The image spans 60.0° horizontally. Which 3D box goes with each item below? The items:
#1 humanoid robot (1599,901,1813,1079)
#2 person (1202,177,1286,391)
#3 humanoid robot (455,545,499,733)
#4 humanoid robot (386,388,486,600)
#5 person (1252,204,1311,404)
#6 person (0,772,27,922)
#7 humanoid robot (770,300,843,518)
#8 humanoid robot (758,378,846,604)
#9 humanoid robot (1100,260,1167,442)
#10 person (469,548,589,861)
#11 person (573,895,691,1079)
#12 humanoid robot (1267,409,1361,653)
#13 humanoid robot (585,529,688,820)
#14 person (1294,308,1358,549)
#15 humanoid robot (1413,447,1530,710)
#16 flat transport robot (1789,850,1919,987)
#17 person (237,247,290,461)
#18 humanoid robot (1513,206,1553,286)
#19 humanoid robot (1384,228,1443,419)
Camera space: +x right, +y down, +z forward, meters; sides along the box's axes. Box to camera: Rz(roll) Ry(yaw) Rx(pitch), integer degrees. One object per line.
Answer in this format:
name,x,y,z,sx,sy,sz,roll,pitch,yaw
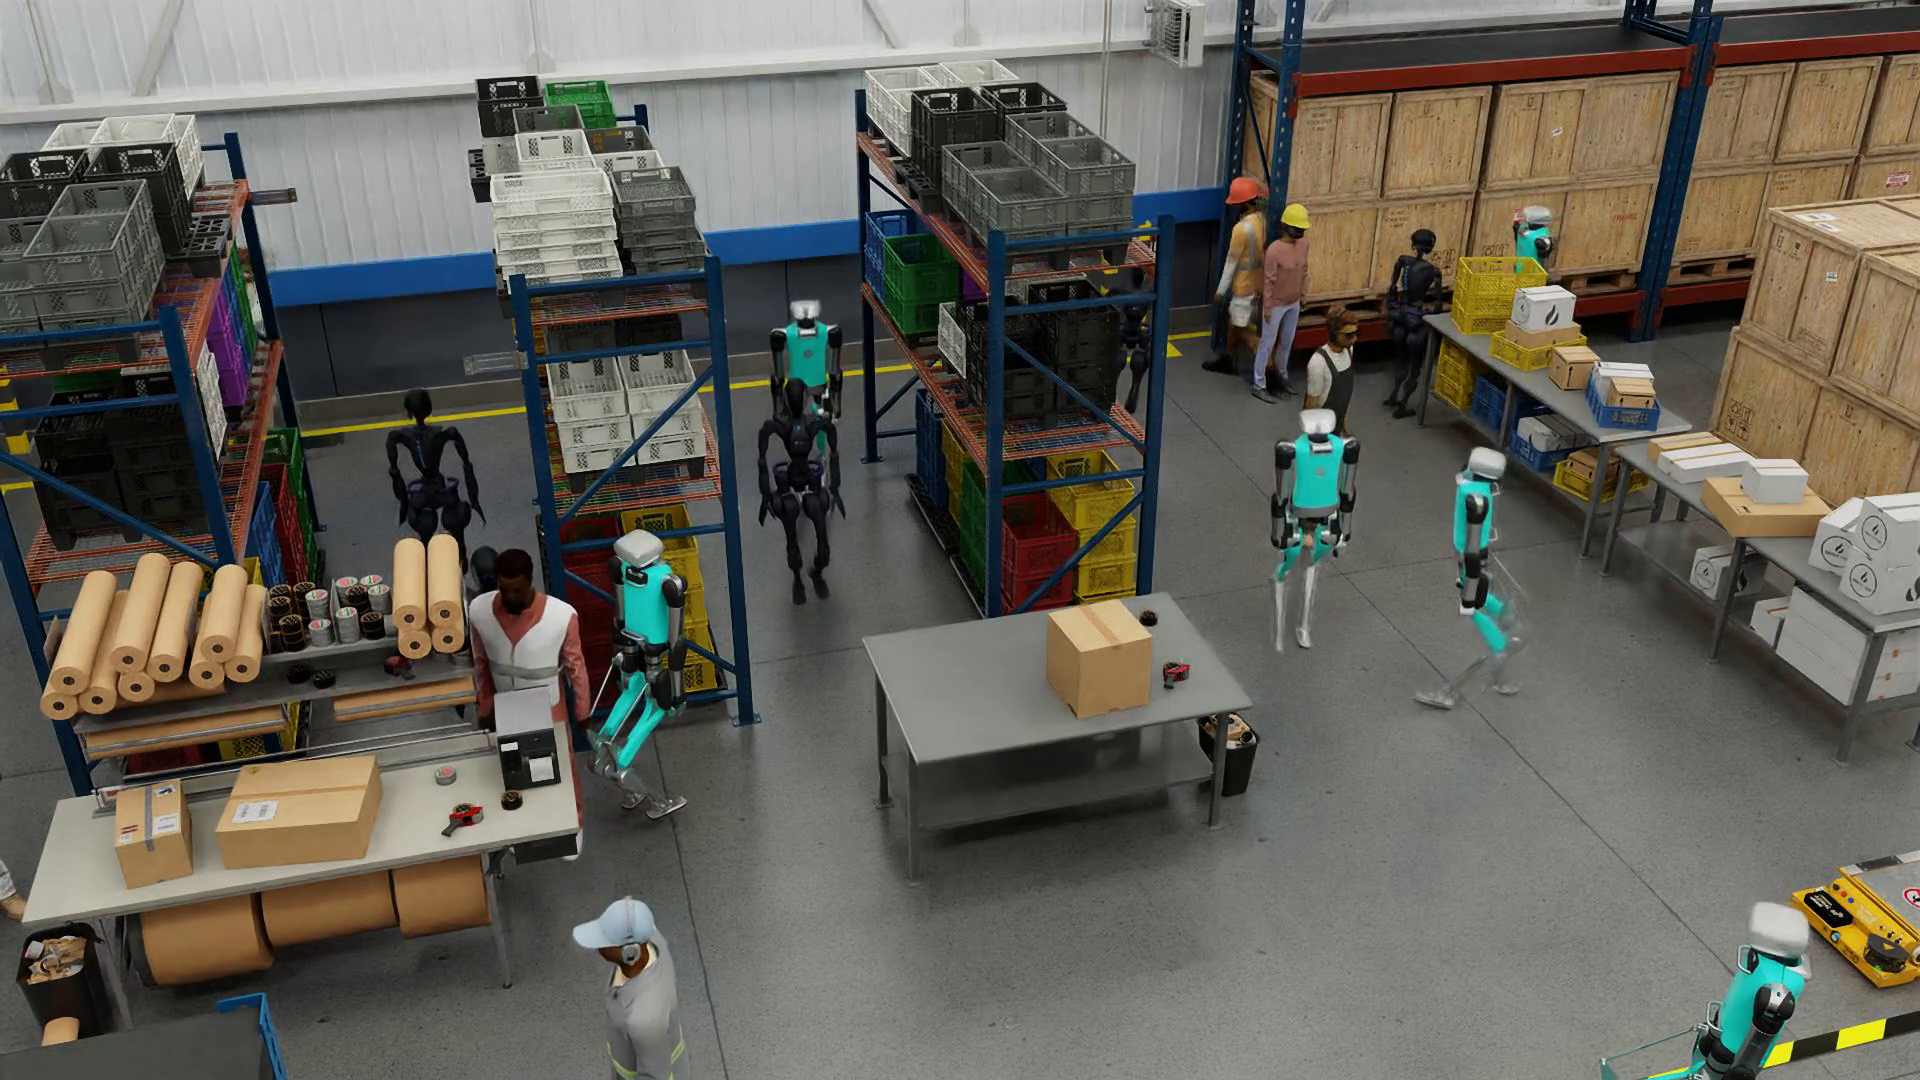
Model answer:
humanoid robot,2.862,2.100,6.679,0.735,1.674,0.533,12,31,21
person,2.556,-2.229,14.538,0.833,1.894,0.539,17,33,27
humanoid robot,-2.564,0.742,9.354,0.592,1.645,0.342,-13,31,-22
humanoid robot,-3.502,-0.219,11.106,0.589,1.634,0.576,-2,29,-4
person,2.803,-2.044,14.335,0.526,1.759,0.337,-20,35,-32
person,-5.127,1.220,8.309,0.429,1.843,0.624,20,35,32
humanoid robot,-1.168,-1.012,12.508,0.540,1.804,0.782,-6,29,-11
humanoid robot,-1.076,-0.316,11.266,0.595,1.648,0.357,-5,29,-10
humanoid robot,1.381,-1.558,13.541,0.589,1.646,0.381,0,29,0
person,-2.267,0.861,8.898,0.596,1.910,0.398,5,29,8
person,-1.256,2.147,6.611,0.368,1.852,0.588,-7,30,-12
humanoid robot,2.224,-0.100,10.820,0.554,1.796,0.671,-2,29,-3
humanoid robot,-1.821,0.808,9.027,0.533,1.677,0.735,20,35,32
person,2.637,-0.812,12.016,0.339,1.838,0.505,22,36,35
humanoid robot,3.290,0.278,10.139,0.828,1.782,0.564,6,29,10
flat transport robot,5.163,1.916,8.676,1.431,0.231,0.659,-8,30,-14
person,-5.682,-1.466,13.244,0.516,1.804,0.617,6,29,10
humanoid robot,5.082,-2.000,14.314,0.813,1.793,0.540,-5,29,-9
humanoid robot,3.852,-1.830,14.030,0.405,1.640,0.609,-17,33,-29
